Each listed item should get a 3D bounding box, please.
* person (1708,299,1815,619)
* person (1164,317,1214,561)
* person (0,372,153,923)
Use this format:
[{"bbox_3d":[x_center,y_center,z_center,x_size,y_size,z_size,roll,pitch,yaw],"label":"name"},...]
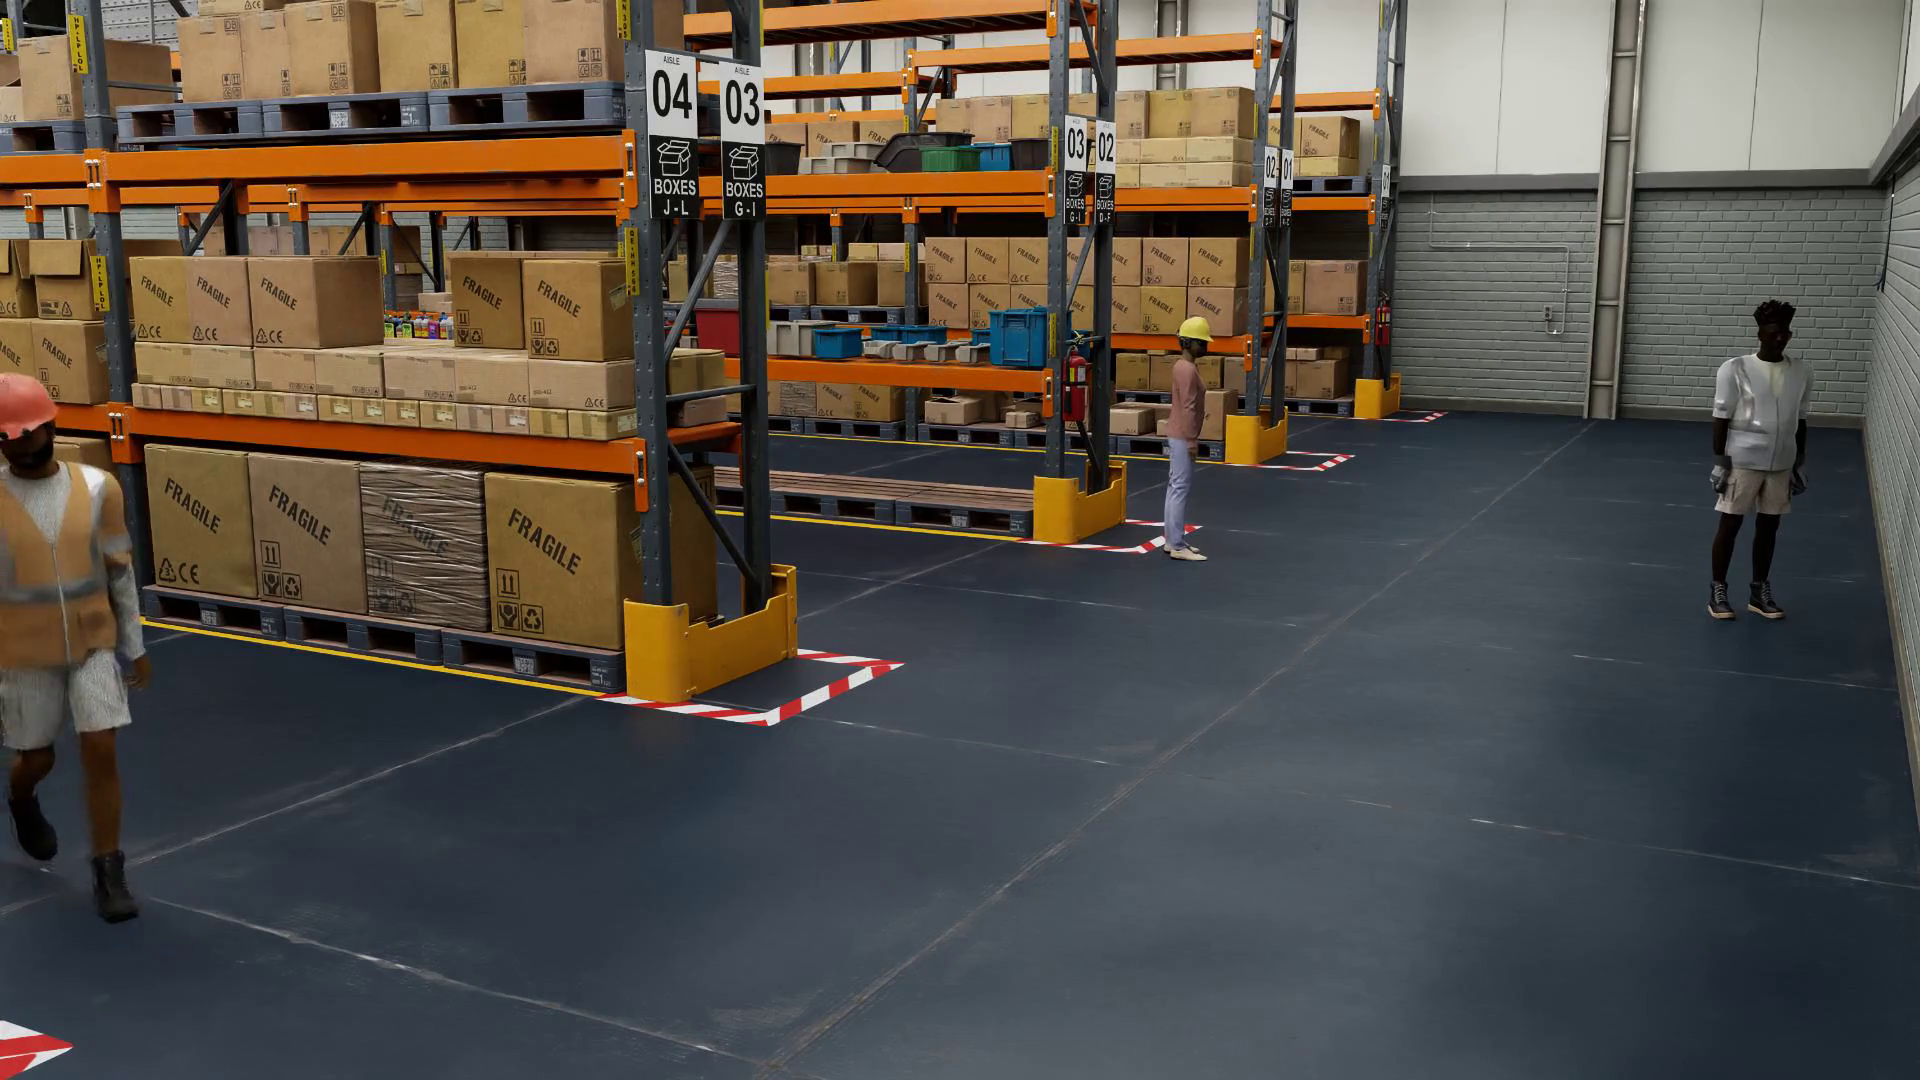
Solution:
[{"bbox_3d":[4.907,-0.487,10.200,0.610,1.964,0.366,0,10,-2],"label":"person"},{"bbox_3d":[1.663,-0.735,12.116,0.329,1.763,0.523,0,10,1],"label":"person"},{"bbox_3d":[-3.183,0.351,5.811,0.581,1.907,0.756,-10,14,-42],"label":"person"}]
